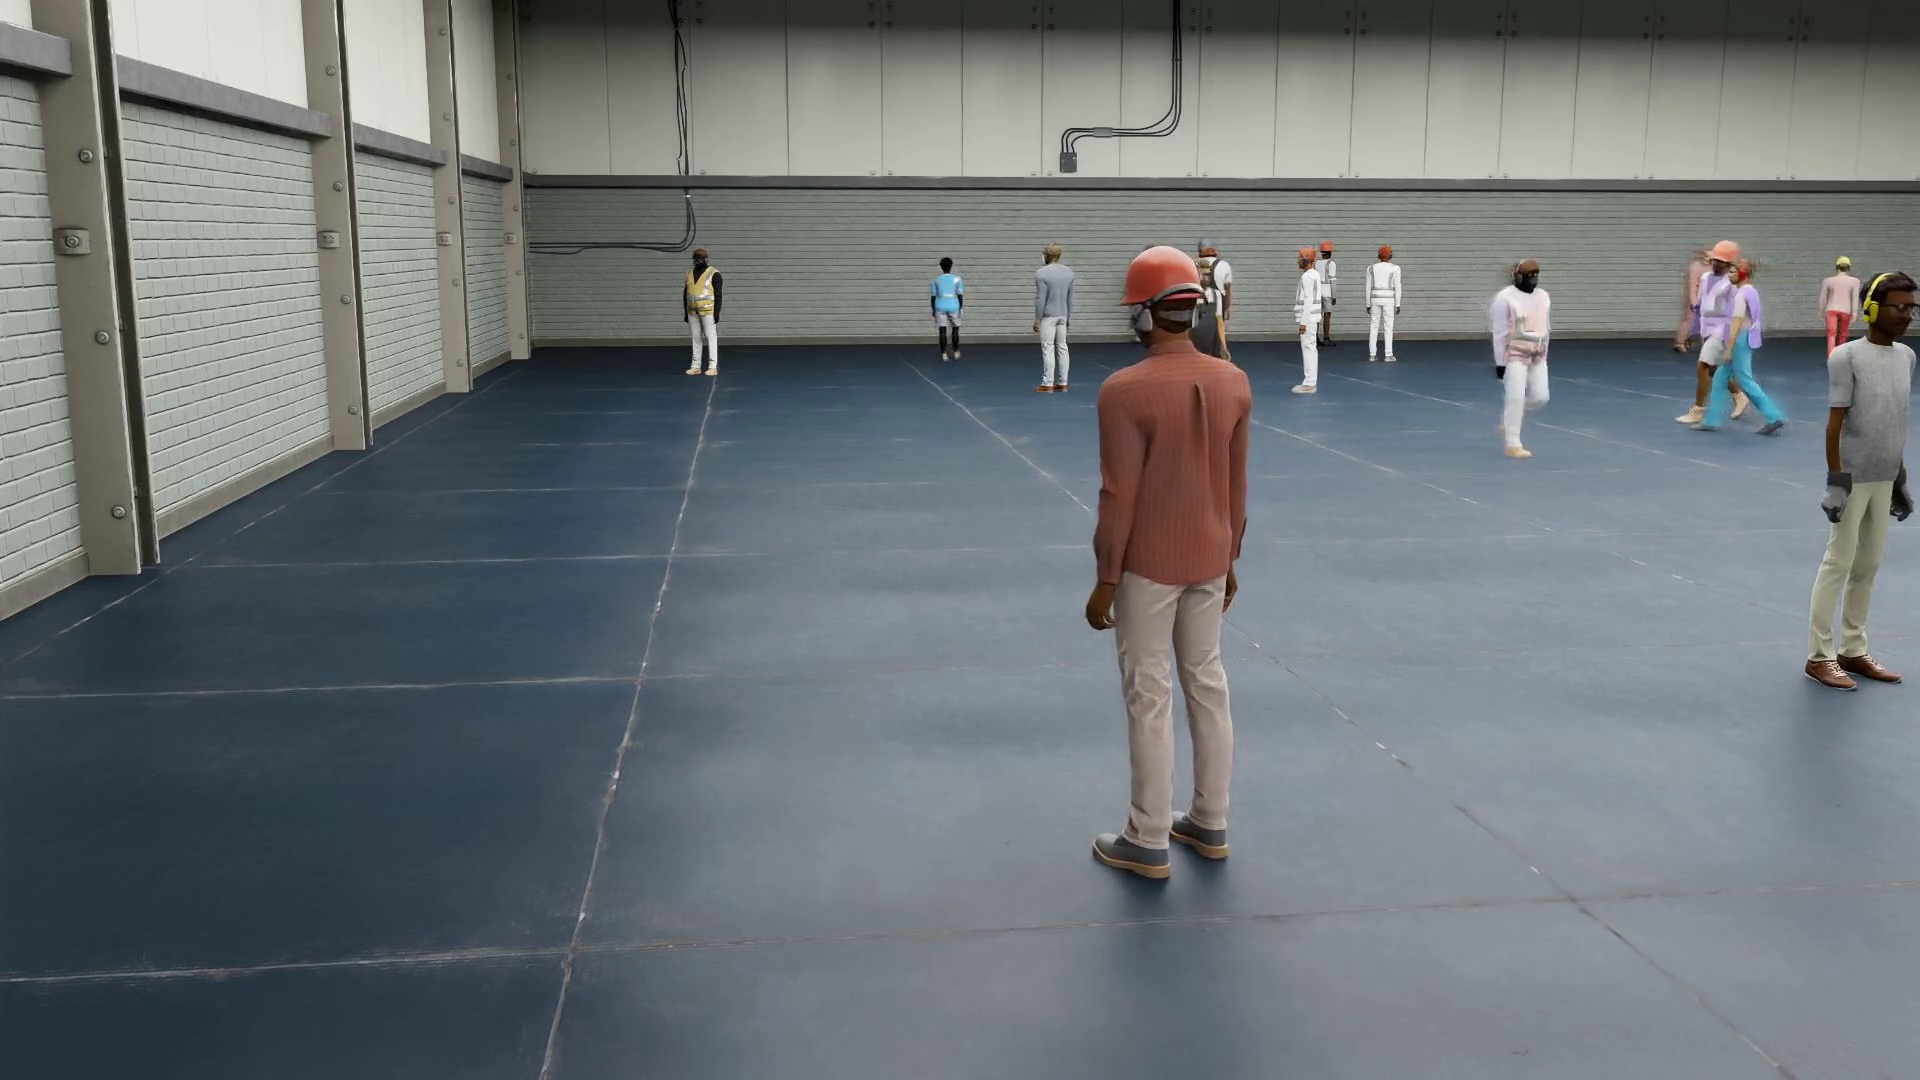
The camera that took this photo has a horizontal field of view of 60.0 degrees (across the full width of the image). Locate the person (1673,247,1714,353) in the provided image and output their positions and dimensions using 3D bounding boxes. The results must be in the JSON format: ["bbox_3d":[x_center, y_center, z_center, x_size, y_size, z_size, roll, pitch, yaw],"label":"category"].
[{"bbox_3d":[12.809,-4.118,28.691,0.680,1.854,1.020,-4,11,-20],"label":"person"}]

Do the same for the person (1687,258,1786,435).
[{"bbox_3d":[8.055,-1.978,17.072,0.889,1.809,0.579,5,12,26],"label":"person"}]

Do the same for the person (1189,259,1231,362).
[{"bbox_3d":[2.427,-1.873,16.489,0.495,1.795,0.914,-7,12,-32],"label":"person"}]

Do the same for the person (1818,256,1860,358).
[{"bbox_3d":[13.715,-3.560,25.973,0.537,1.719,0.927,5,12,26],"label":"person"}]

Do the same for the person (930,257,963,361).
[{"bbox_3d":[-0.202,-3.778,27.243,0.553,1.675,0.669,1,10,6],"label":"person"}]

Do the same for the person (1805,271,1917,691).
[{"bbox_3d":[4.094,-0.265,7.493,0.511,1.872,0.328,-5,11,-25],"label":"person"}]

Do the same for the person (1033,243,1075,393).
[{"bbox_3d":[1.204,-2.875,21.609,0.636,1.938,0.358,-8,13,-38],"label":"person"}]

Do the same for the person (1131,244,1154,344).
[{"bbox_3d":[3.568,-4.610,31.334,0.679,1.918,0.685,-6,12,-30],"label":"person"}]

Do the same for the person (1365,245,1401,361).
[{"bbox_3d":[6.899,-3.848,27.096,0.582,1.884,0.351,6,12,30],"label":"person"}]

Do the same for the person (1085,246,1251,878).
[{"bbox_3d":[0.650,0.072,5.310,0.623,1.989,0.399,-7,13,-35],"label":"person"}]

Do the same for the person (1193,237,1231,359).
[{"bbox_3d":[3.603,-3.444,24.451,0.709,2.000,0.617,0,10,3],"label":"person"}]

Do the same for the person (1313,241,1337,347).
[{"bbox_3d":[6.744,-4.541,30.735,0.350,1.942,0.547,-8,13,-36],"label":"person"}]

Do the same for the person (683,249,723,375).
[{"bbox_3d":[-3.792,-3.333,24.391,0.633,1.842,0.429,5,11,25],"label":"person"}]

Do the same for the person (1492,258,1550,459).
[{"bbox_3d":[5.154,-1.665,15.286,0.649,1.826,0.458,-5,11,-24],"label":"person"}]

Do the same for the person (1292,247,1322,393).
[{"bbox_3d":[4.522,-2.854,21.647,0.349,1.882,0.577,4,11,22],"label":"person"}]

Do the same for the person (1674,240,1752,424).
[{"bbox_3d":[8.253,-2.239,17.989,0.876,1.996,0.648,-2,10,-8],"label":"person"}]
